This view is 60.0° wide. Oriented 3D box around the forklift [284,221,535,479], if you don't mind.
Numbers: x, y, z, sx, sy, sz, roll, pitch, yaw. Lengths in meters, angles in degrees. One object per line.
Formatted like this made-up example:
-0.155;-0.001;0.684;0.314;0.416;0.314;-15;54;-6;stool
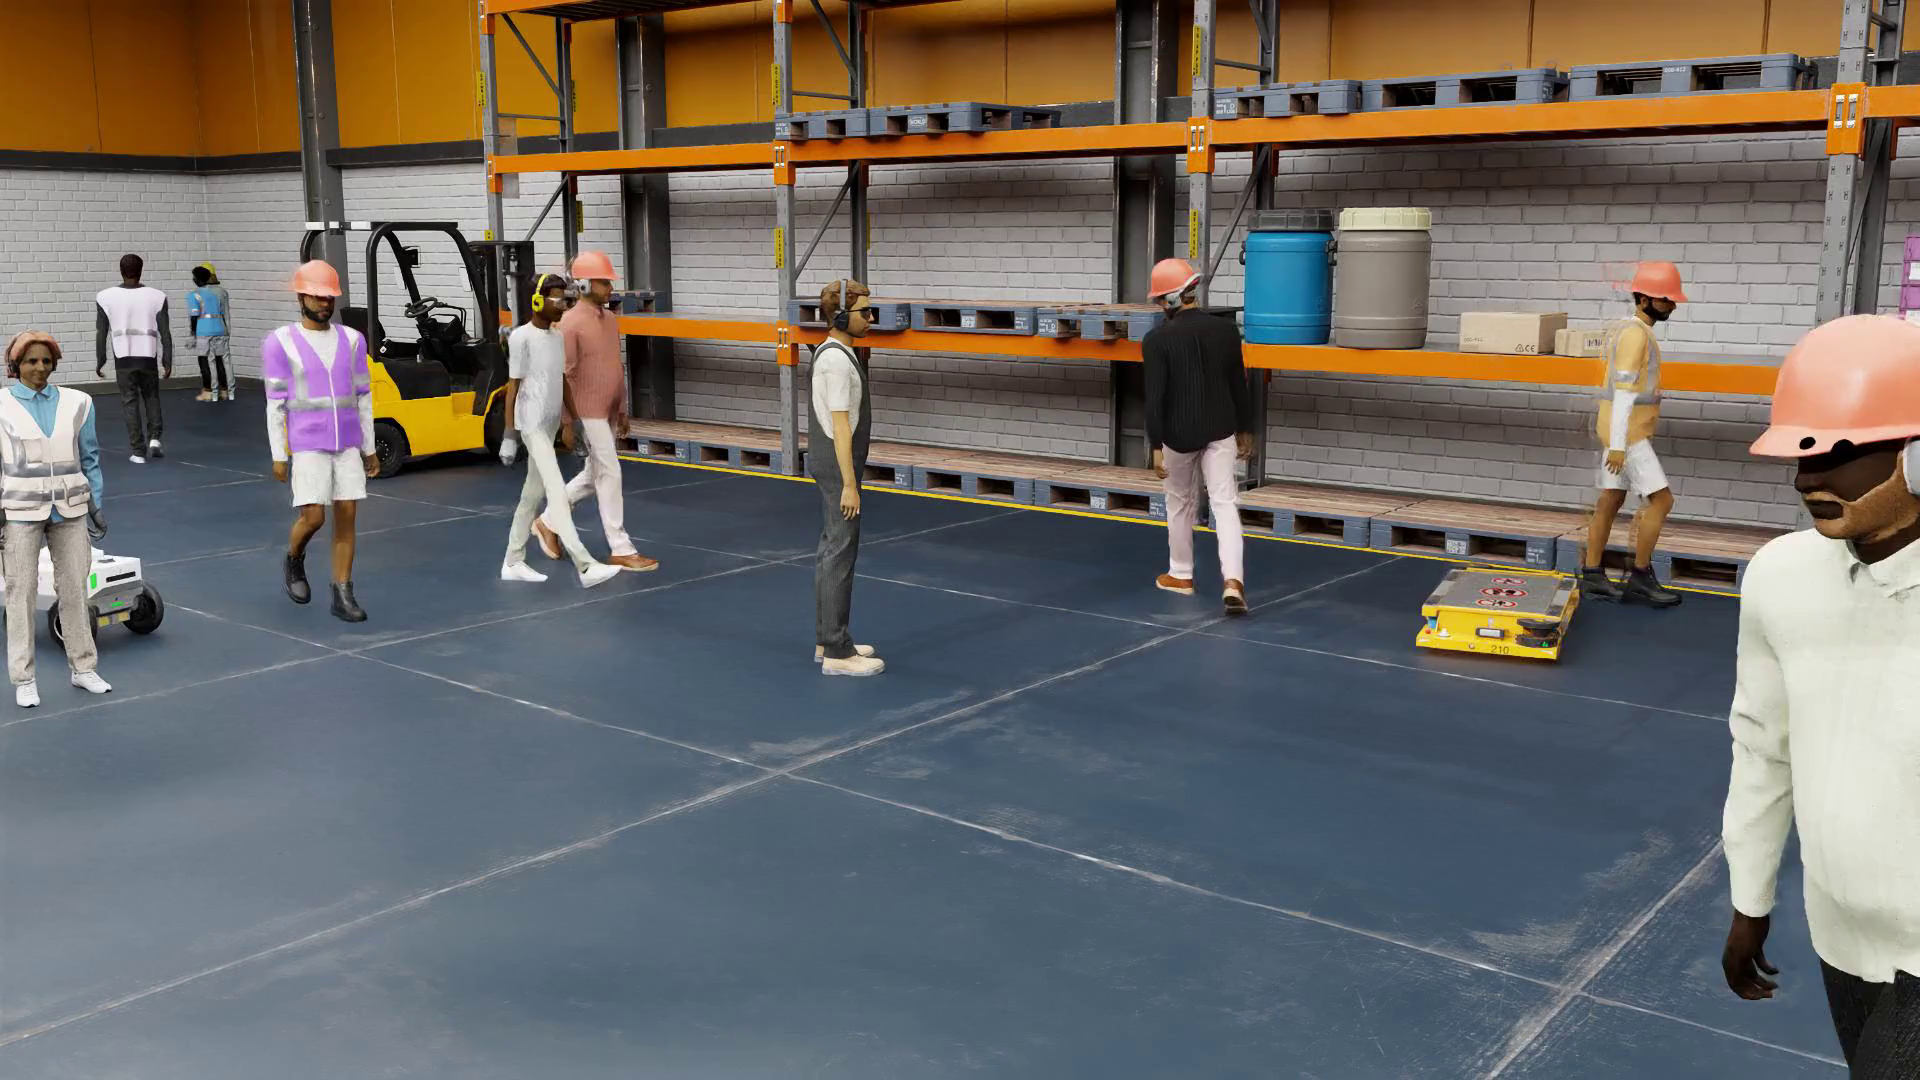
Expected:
-4.922;-1.741;14.854;1.214;2.155;2.313;8;13;38;forklift

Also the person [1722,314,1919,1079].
1.574;0.606;2.619;1.010;1.931;0.655;-3;11;-17;person

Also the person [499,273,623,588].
-2.348;-0.624;9.686;0.922;1.821;0.548;3;11;14;person

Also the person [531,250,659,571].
-2.314;-0.798;10.279;0.903;1.969;0.621;3;11;14;person

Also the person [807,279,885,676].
-0.545;-0.292;7.790;0.330;1.844;0.520;-2;10;-10;person

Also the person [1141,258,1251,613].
1.323;-0.578;9.148;0.684;1.930;1.005;-2;10;-11;person

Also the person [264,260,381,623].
-3.409;-0.526;8.873;0.547;1.920;0.559;-10;14;-44;person

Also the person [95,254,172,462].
-7.544;-1.651;15.193;0.616;1.900;0.467;-7;12;-34;person

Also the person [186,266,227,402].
-9.466;-2.586;20.906;0.317;1.700;0.585;4;11;23;person

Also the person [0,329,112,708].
-4.024;-0.100;7.307;0.307;1.637;0.511;9;13;40;person

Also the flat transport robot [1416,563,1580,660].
2.813;0.347;8.613;0.652;0.197;1.431;5;11;24;flat transport robot

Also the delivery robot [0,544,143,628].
-4.516;0.192;8.424;0.707;0.478;0.477;4;11;20;delivery robot

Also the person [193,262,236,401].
-9.449;-2.625;21.000;0.324;1.742;0.492;7;12;34;person

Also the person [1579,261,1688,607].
3.788;-0.568;9.151;0.701;1.902;0.579;4;11;21;person
